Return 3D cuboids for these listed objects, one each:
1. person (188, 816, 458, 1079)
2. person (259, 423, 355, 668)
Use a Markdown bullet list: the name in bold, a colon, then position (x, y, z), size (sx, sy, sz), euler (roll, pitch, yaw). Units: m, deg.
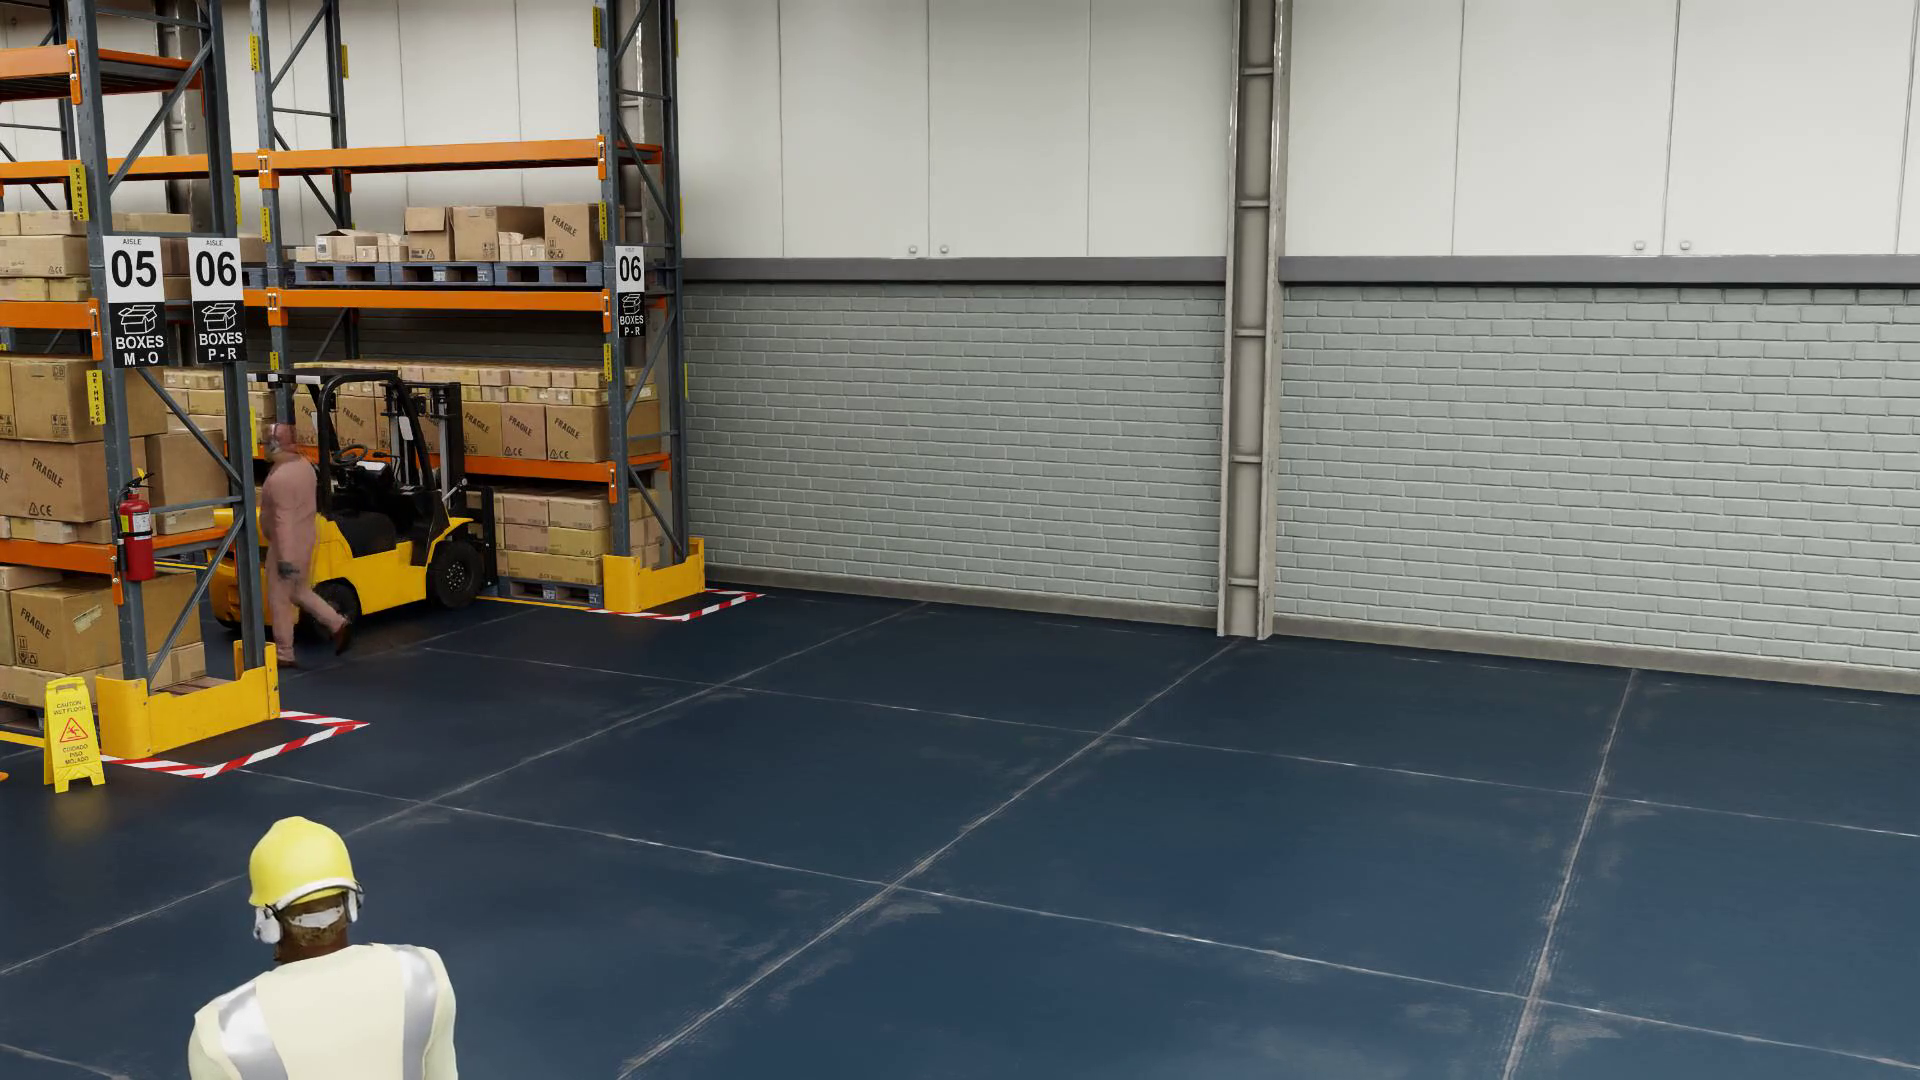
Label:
- **person**: position (-1.429, 1.517, 3.787), size (0.586, 1.825, 0.403), euler (-8, 12, -40)
- **person**: position (-5.033, 0.045, 12.615), size (0.638, 1.883, 0.641), euler (0, 9, -1)
